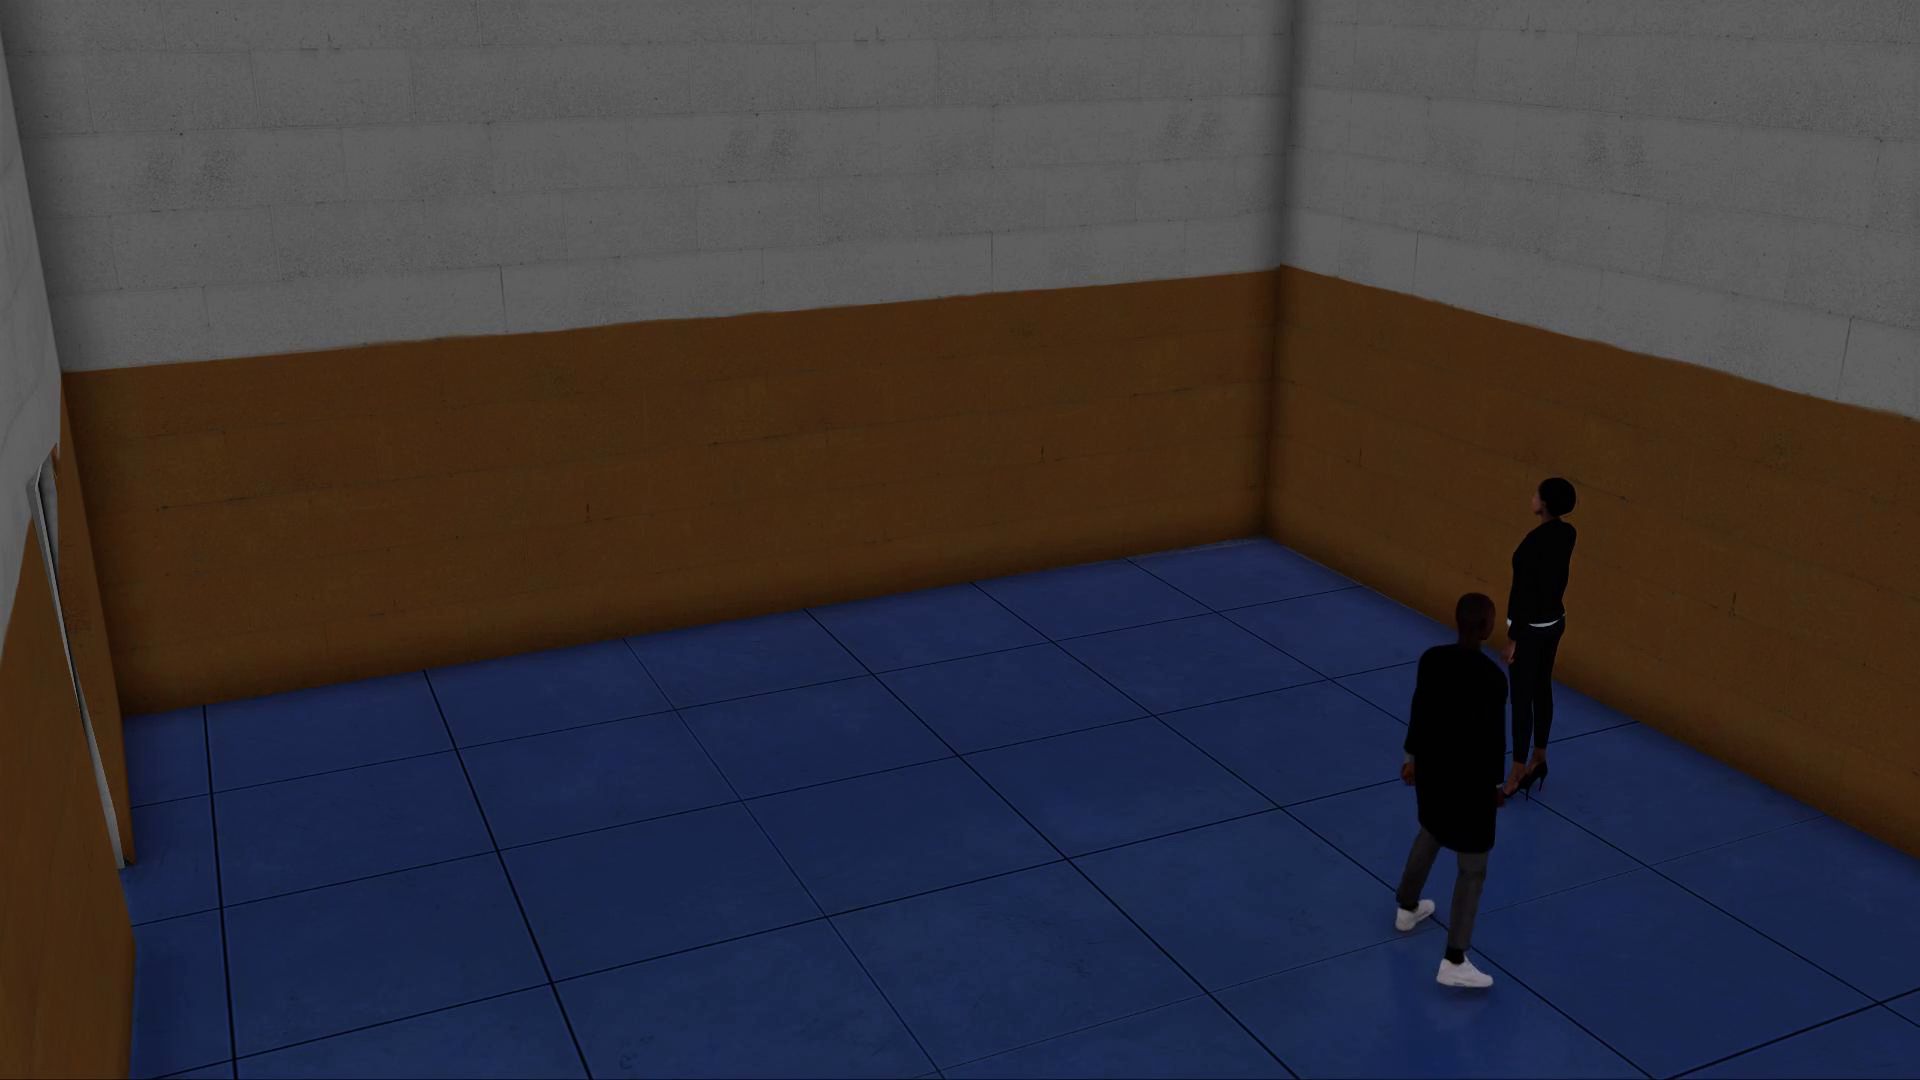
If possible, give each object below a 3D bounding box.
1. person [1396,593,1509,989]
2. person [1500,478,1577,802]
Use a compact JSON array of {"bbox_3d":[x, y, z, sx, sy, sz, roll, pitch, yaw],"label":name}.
[{"bbox_3d":[2.224,1.083,7.581,0.755,1.742,0.904,-10,21,-27],"label":"person"},{"bbox_3d":[3.135,0.536,9.062,0.545,1.834,0.721,-15,24,-38],"label":"person"}]
